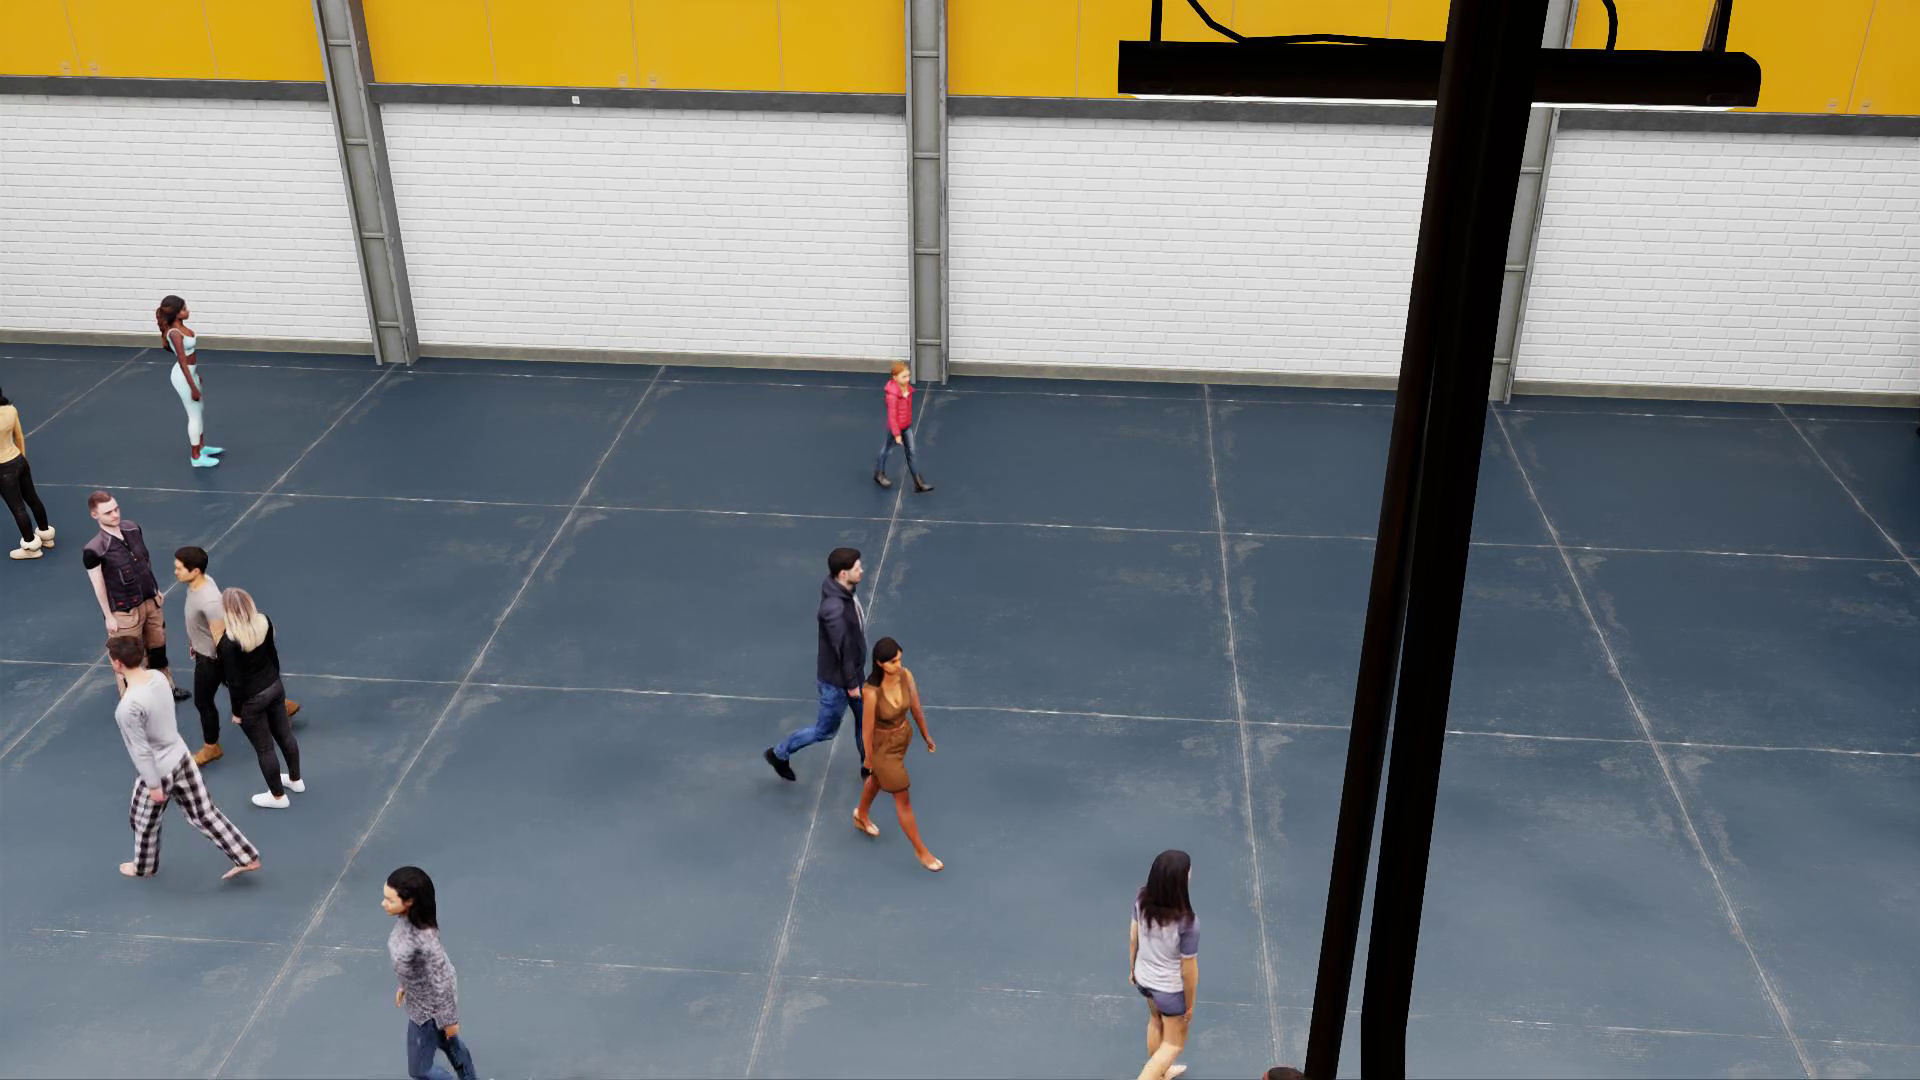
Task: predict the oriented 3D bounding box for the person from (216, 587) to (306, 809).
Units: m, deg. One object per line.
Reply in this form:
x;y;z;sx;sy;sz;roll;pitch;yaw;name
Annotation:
-4.740;1.064;11.265;0.621;1.687;0.662;10;30;18;person

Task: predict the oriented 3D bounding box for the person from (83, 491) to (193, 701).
-6.100;0.460;12.210;0.667;1.842;0.733;9;30;16;person

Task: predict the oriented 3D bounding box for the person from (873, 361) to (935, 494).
-0.633;-1.056;15.569;0.977;1.286;0.848;23;36;36;person

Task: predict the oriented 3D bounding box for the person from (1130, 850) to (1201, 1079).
1.030;2.388;8.806;0.962;1.717;0.987;25;37;38;person

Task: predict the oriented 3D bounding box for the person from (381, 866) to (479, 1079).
-2.711;2.393;8.797;0.768;1.717;0.730;-15;32;-26;person

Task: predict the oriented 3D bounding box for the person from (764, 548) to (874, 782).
-0.916;0.915;11.357;1.177;1.859;0.658;2;29;3;person

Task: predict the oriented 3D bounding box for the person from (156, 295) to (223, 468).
-7.432;-1.535;15.996;0.646;1.719;0.647;-10;30;-17;person

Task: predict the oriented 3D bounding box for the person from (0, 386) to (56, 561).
-8.215;-0.631;14.399;0.575;1.660;0.600;5;29;9;person

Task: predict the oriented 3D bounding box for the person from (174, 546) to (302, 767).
-5.205;0.764;11.809;1.178;1.692;1.015;-15;32;-25;person

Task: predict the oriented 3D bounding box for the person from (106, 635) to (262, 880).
-4.918;1.433;10.476;1.161;1.794;0.647;2;29;4;person

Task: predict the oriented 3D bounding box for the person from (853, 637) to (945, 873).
-0.517;1.333;10.817;1.122;1.643;0.935;20;34;32;person
